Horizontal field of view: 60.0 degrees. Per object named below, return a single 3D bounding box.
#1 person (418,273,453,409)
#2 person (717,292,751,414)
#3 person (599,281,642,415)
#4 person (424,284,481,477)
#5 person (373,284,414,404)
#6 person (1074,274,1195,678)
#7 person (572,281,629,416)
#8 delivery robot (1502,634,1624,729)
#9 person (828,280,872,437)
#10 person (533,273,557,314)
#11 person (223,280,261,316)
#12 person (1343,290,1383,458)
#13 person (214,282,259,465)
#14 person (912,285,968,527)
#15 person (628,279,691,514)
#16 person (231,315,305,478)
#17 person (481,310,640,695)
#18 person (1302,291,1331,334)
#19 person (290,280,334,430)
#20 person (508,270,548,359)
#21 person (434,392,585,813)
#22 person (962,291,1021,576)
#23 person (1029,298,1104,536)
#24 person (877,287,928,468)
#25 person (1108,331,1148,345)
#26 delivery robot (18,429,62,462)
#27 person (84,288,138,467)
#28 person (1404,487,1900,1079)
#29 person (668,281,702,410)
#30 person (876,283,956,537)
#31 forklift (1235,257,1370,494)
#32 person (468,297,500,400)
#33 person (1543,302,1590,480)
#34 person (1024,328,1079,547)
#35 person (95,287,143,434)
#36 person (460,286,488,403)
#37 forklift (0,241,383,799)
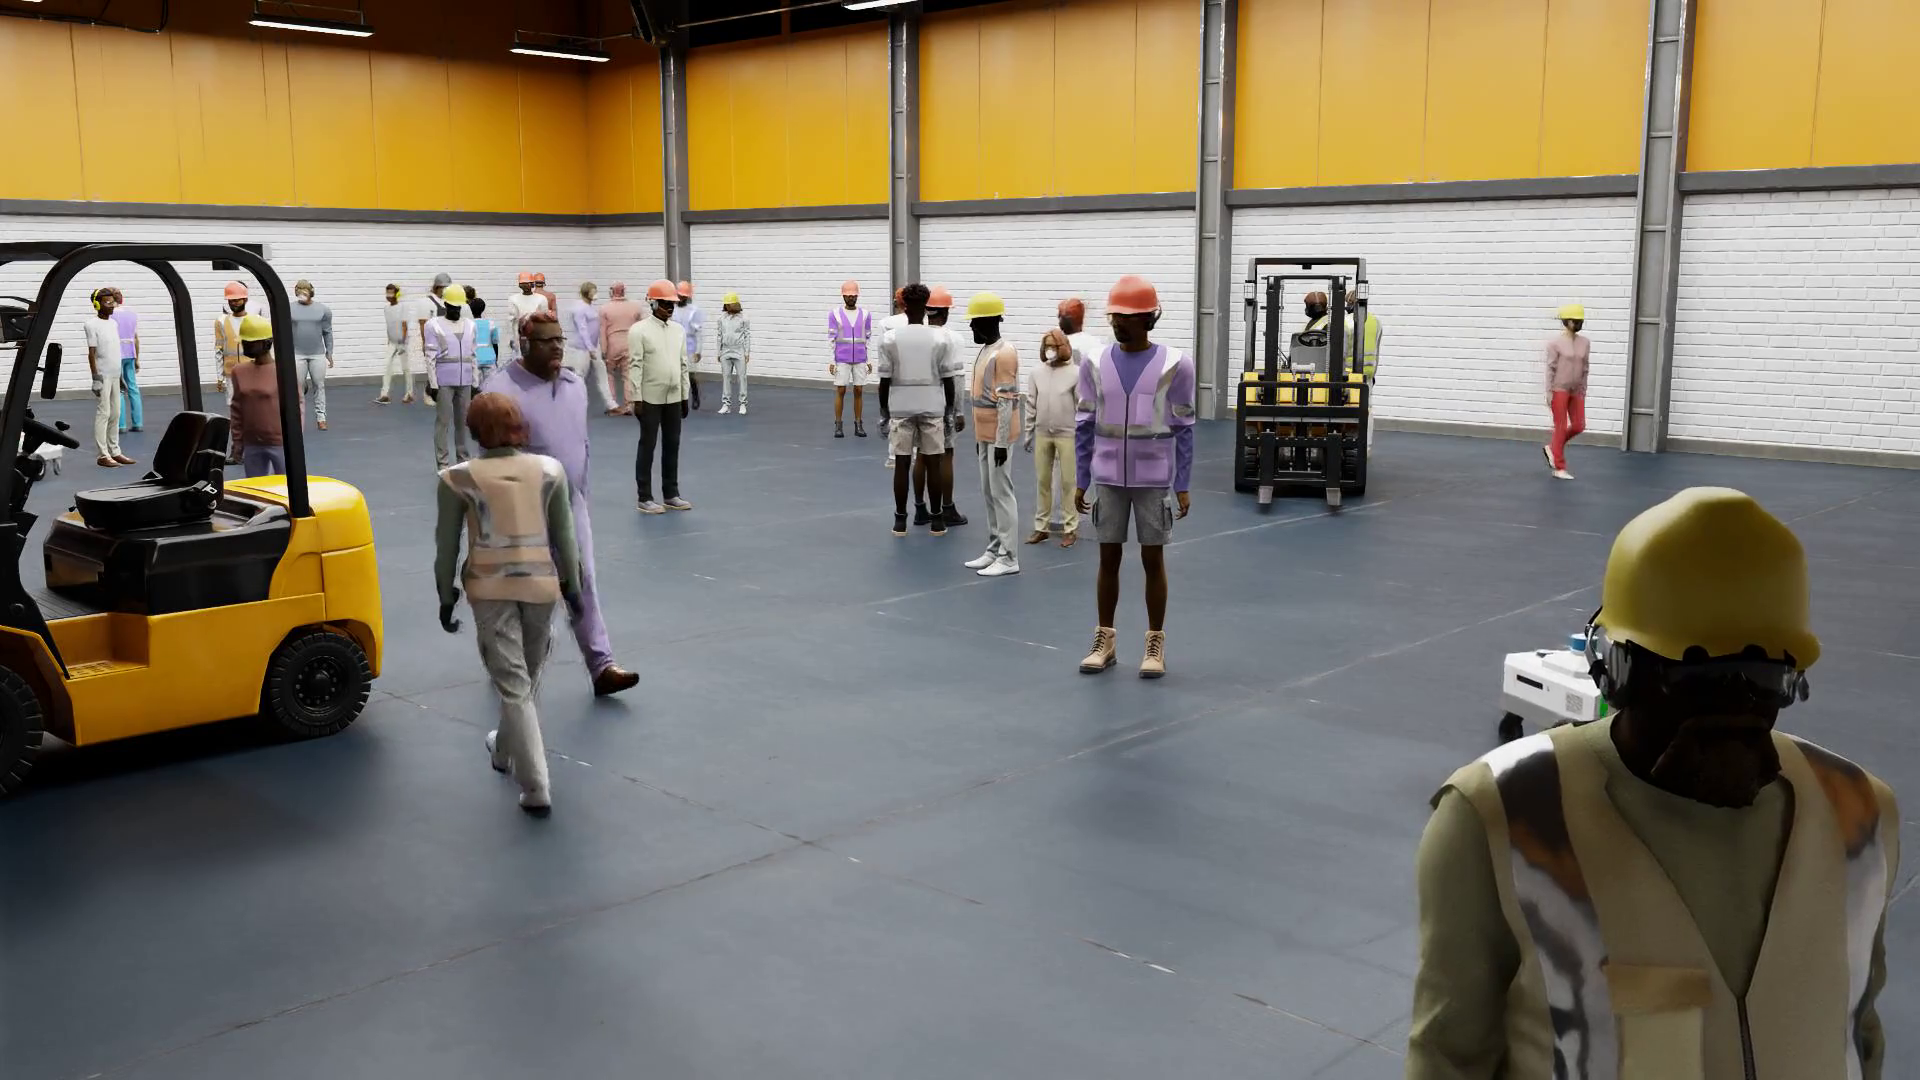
[{"bbox_3d":[-7.541,-2.915,24.382,0.549,2.000,0.693,5,11,30],"label":"person"},{"bbox_3d":[-3.244,-2.666,23.785,0.492,1.737,0.327,2,9,11],"label":"person"},{"bbox_3d":[-4.825,-2.711,23.574,0.639,1.893,0.576,-5,10,-27],"label":"person"},{"bbox_3d":[-5.027,-1.577,16.564,0.390,1.916,0.585,8,12,39],"label":"person"},{"bbox_3d":[-8.654,-2.975,25.382,0.513,1.834,0.874,3,10,19],"label":"person"},{"bbox_3d":[0.870,-0.315,8.438,0.616,2.040,0.373,3,10,20],"label":"person"},{"bbox_3d":[-5.150,-2.662,23.304,0.884,1.899,0.640,2,10,15],"label":"person"},{"bbox_3d":[2.574,0.633,6.886,0.477,0.478,0.707,-3,10,-16],"label":"delivery robot"},{"bbox_3d":[-1.339,-2.223,20.461,0.550,1.935,0.375,-3,10,-16],"label":"person"},{"bbox_3d":[-7.877,-4.017,31.281,0.608,1.995,0.377,-4,10,-21],"label":"person"},{"bbox_3d":[-11.067,-3.067,25.767,0.743,1.898,0.597,9,13,43],"label":"person"},{"bbox_3d":[4.293,-1.795,18.129,0.623,1.844,0.430,-6,11,-31],"label":"person"},{"bbox_3d":[-7.574,-1.751,17.563,0.552,1.935,0.367,-1,9,-8],"label":"person"},{"bbox_3d":[-0.193,-1.075,13.418,0.547,1.938,0.379,5,11,28],"label":"person"},{"bbox_3d":[-2.535,-1.214,14.143,0.407,1.988,0.619,8,12,40],"label":"person"},{"bbox_3d":[-4.708,-0.641,11.304,0.526,1.762,0.336,2,9,12],"label":"person"},{"bbox_3d":[-1.972,-0.156,7.985,0.954,1.868,0.676,7,12,38],"label":"person"},{"bbox_3d":[3.756,-1.704,17.594,0.430,1.838,0.619,-2,9,-11],"label":"person"},{"bbox_3d":[-8.345,-2.357,21.300,0.629,1.933,0.379,-4,10,-21],"label":"person"},{"bbox_3d":[-6.756,-3.189,26.057,0.614,2.042,0.373,-1,9,-9],"label":"person"},{"bbox_3d":[-1.773,0.220,6.508,0.525,1.587,0.850,-7,11,-35],"label":"person"},{"bbox_3d":[0.207,-0.719,11.296,0.390,1.921,0.583,-3,10,-16],"label":"person"},{"bbox_3d":[0.890,-0.930,12.850,0.615,1.844,0.760,-9,13,-44],"label":"person"},{"bbox_3d":[-0.577,-1.682,17.307,0.578,1.883,0.353,-2,10,-14],"label":"person"},{"bbox_3d":[1.951,-1.886,19.322,0.498,1.633,0.279,-3,10,-15],"label":"person"},{"bbox_3d":[-9.212,-0.921,16.419,0.477,0.478,0.707,0,9,2],"label":"delivery robot"},{"bbox_3d":[-8.927,-1.699,17.450,0.319,1.871,0.532,1,9,3],"label":"person"},{"bbox_3d":[0.830,0.840,1.998,0.601,1.830,0.404,-1,9,-5],"label":"person"},{"bbox_3d":[-3.925,-2.725,23.621,0.570,1.911,0.631,1,9,5],"label":"person"},{"bbox_3d":[-0.349,-0.999,12.878,0.654,1.961,0.375,0,9,-2],"label":"person"},{"bbox_3d":[3.309,-1.629,16.029,1.214,2.155,2.313,2,9,11],"label":"forklift"},{"bbox_3d":[-6.314,-2.334,21.876,0.533,1.697,0.318,-6,11,-33],"label":"person"},{"bbox_3d":[5.970,-1.477,16.478,0.524,1.754,0.496,-3,10,-20],"label":"person"},{"bbox_3d":[0.715,-0.763,12.437,0.507,1.630,0.268,5,10,27],"label":"person"},{"bbox_3d":[-10.563,-2.253,20.918,0.381,1.844,0.566,5,10,26],"label":"person"},{"bbox_3d":[-7.371,-2.948,25.314,0.567,1.803,0.985,-1,9,-3],"label":"person"},{"bbox_3d":[-3.706,-0.171,7.093,1.214,2.155,2.313,9,13,43],"label":"forklift"}]
